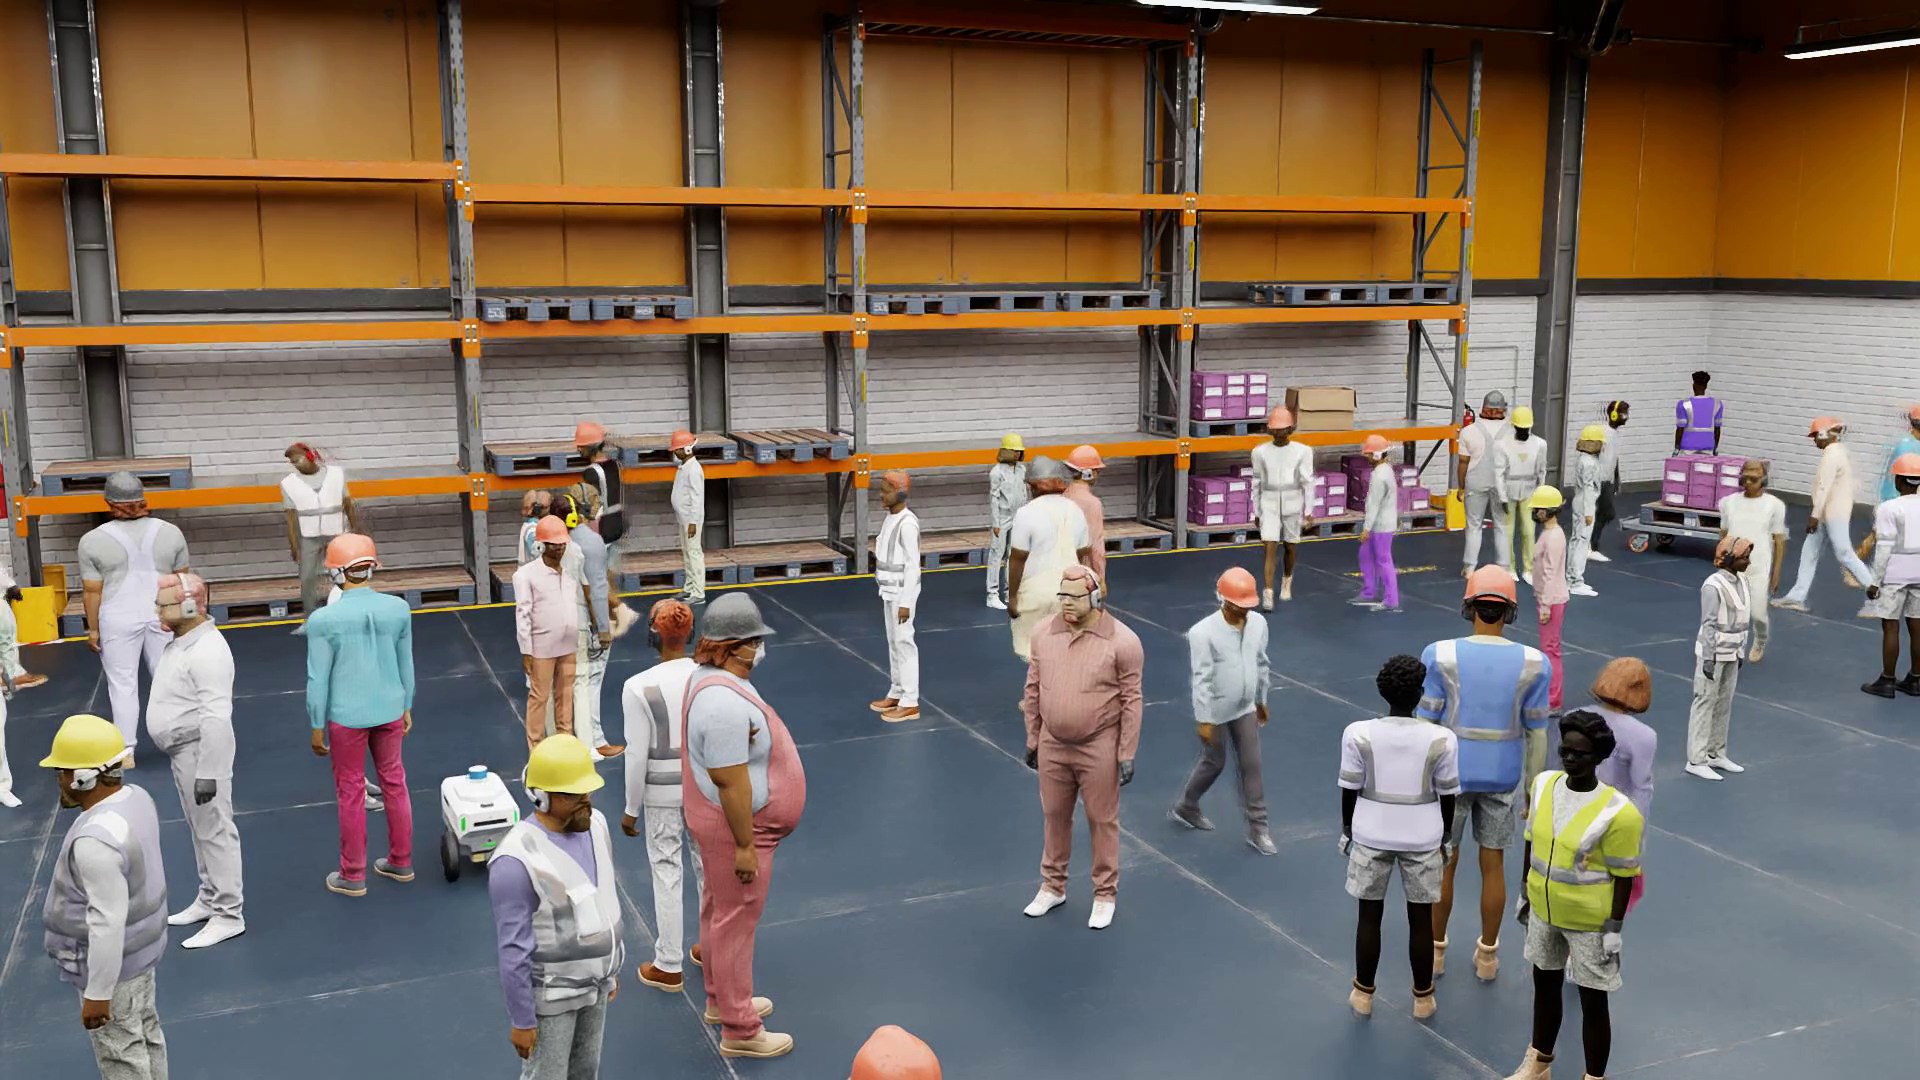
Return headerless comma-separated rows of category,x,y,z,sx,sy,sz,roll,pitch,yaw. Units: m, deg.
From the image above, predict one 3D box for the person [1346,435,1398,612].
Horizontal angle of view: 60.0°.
person,4.026,-0.163,16.240,0.643,1.724,0.594,3,10,16

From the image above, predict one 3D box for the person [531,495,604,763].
person,-2.682,0.615,11.384,0.533,1.863,0.317,4,10,20

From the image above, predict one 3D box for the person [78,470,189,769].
person,-5.648,0.529,11.368,0.682,2.000,0.537,-9,13,-42

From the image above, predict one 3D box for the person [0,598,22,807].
person,-6.156,0.912,10.349,0.318,1.630,0.512,8,13,40

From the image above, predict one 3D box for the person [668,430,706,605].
person,-2.724,-0.230,16.577,0.337,1.746,0.563,-4,11,-23

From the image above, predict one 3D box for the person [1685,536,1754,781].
person,5.082,0.779,11.108,0.514,1.634,0.312,-8,13,-39

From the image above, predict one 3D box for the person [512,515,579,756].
person,-2.727,0.698,11.210,0.327,1.753,0.563,7,12,37

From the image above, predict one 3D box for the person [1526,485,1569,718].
person,4.423,0.460,12.587,0.349,1.758,0.521,3,10,16

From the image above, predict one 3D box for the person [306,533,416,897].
person,-3.281,0.947,9.120,0.407,1.987,0.614,8,13,40

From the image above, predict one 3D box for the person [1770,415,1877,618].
person,8.518,-0.234,16.110,0.997,1.927,0.629,5,11,25

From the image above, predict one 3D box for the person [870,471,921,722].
person,-0.473,0.413,12.483,0.347,1.883,0.584,-3,10,-17

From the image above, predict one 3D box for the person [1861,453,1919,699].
person,7.398,0.281,13.087,0.547,1.938,0.377,-2,10,-9

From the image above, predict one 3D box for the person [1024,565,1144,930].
person,0.615,1.068,8.647,0.644,1.907,0.400,5,11,28

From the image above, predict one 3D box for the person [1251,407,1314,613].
person,3.173,-0.319,16.409,0.629,1.996,1.042,2,10,14

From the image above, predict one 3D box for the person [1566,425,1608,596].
person,6.437,-0.312,17.067,0.307,1.743,0.494,2,10,12

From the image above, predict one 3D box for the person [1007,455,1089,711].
person,0.686,0.359,12.343,0.707,2.000,0.770,-9,13,-41

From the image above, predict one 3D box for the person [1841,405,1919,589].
person,9.642,-0.438,17.173,0.896,1.985,0.629,10,14,44

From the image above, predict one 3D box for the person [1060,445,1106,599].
person,0.964,0.244,13.140,0.379,1.995,0.612,-6,11,-29

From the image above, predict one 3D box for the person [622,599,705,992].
person,-1.344,1.207,7.917,0.572,1.883,0.356,-9,13,-40

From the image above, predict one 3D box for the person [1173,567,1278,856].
person,1.576,0.965,9.831,0.617,1.704,0.753,-6,12,-31

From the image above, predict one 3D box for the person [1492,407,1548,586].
person,5.892,-0.462,17.523,0.586,1.886,0.698,1,10,6

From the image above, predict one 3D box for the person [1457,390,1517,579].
person,5.669,-0.595,17.844,0.689,2.000,0.537,2,10,11

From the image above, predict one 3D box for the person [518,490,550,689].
person,-3.343,0.416,13.180,0.310,1.637,0.514,-4,10,-20

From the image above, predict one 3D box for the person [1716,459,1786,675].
person,6.518,0.226,13.740,0.506,1.827,0.733,7,12,36

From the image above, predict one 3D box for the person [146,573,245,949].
person,-3.889,1.104,8.446,0.407,1.907,0.640,-7,12,-34

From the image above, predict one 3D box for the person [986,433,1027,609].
person,0.493,-0.189,16.394,0.343,1.736,0.484,9,13,43

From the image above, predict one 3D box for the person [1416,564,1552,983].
person,2.487,1.123,7.998,0.614,2.028,0.409,1,10,8

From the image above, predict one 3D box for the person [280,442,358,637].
person,-5.791,-0.010,15.168,0.697,1.806,0.400,-5,11,-28

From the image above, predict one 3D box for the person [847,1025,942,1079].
person,-0.138,1.971,3.882,0.561,1.752,0.324,-8,13,-38

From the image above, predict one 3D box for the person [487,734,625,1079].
person,-1.403,1.576,5.934,0.404,1.830,0.599,4,10,20

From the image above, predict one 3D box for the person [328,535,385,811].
person,-3.789,0.828,10.497,0.343,1.740,0.575,-3,10,-15

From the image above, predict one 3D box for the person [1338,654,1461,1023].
person,1.986,1.360,7.572,0.537,1.694,0.320,2,10,13

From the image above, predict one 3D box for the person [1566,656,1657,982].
person,3.053,1.345,7.871,0.367,1.614,0.513,-5,11,-27

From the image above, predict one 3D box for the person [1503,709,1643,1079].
person,2.469,1.506,6.717,0.321,1.699,0.529,-6,11,-30

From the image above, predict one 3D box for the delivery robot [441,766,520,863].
delivery robot,-2.755,1.539,9.540,0.477,0.478,0.707,-5,11,-25

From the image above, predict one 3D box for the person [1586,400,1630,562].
person,7.265,-0.656,18.746,0.412,1.845,0.567,8,13,38

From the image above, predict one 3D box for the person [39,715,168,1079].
person,-3.149,1.537,6.157,0.404,1.830,0.603,-2,10,-14

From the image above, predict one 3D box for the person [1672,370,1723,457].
person,9.599,-1.225,21.683,0.606,1.966,0.367,0,10,0

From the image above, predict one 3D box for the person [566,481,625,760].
person,-2.593,0.557,11.496,0.358,1.938,0.636,-8,13,-39

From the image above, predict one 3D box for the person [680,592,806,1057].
person,-0.949,1.227,7.342,0.536,2.000,0.676,-3,10,-17

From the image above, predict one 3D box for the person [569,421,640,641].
person,-3.158,-0.063,14.826,0.528,2.020,0.653,3,10,16

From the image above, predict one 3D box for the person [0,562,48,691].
person,-7.634,0.322,13.050,0.742,1.859,0.622,-4,11,-24
